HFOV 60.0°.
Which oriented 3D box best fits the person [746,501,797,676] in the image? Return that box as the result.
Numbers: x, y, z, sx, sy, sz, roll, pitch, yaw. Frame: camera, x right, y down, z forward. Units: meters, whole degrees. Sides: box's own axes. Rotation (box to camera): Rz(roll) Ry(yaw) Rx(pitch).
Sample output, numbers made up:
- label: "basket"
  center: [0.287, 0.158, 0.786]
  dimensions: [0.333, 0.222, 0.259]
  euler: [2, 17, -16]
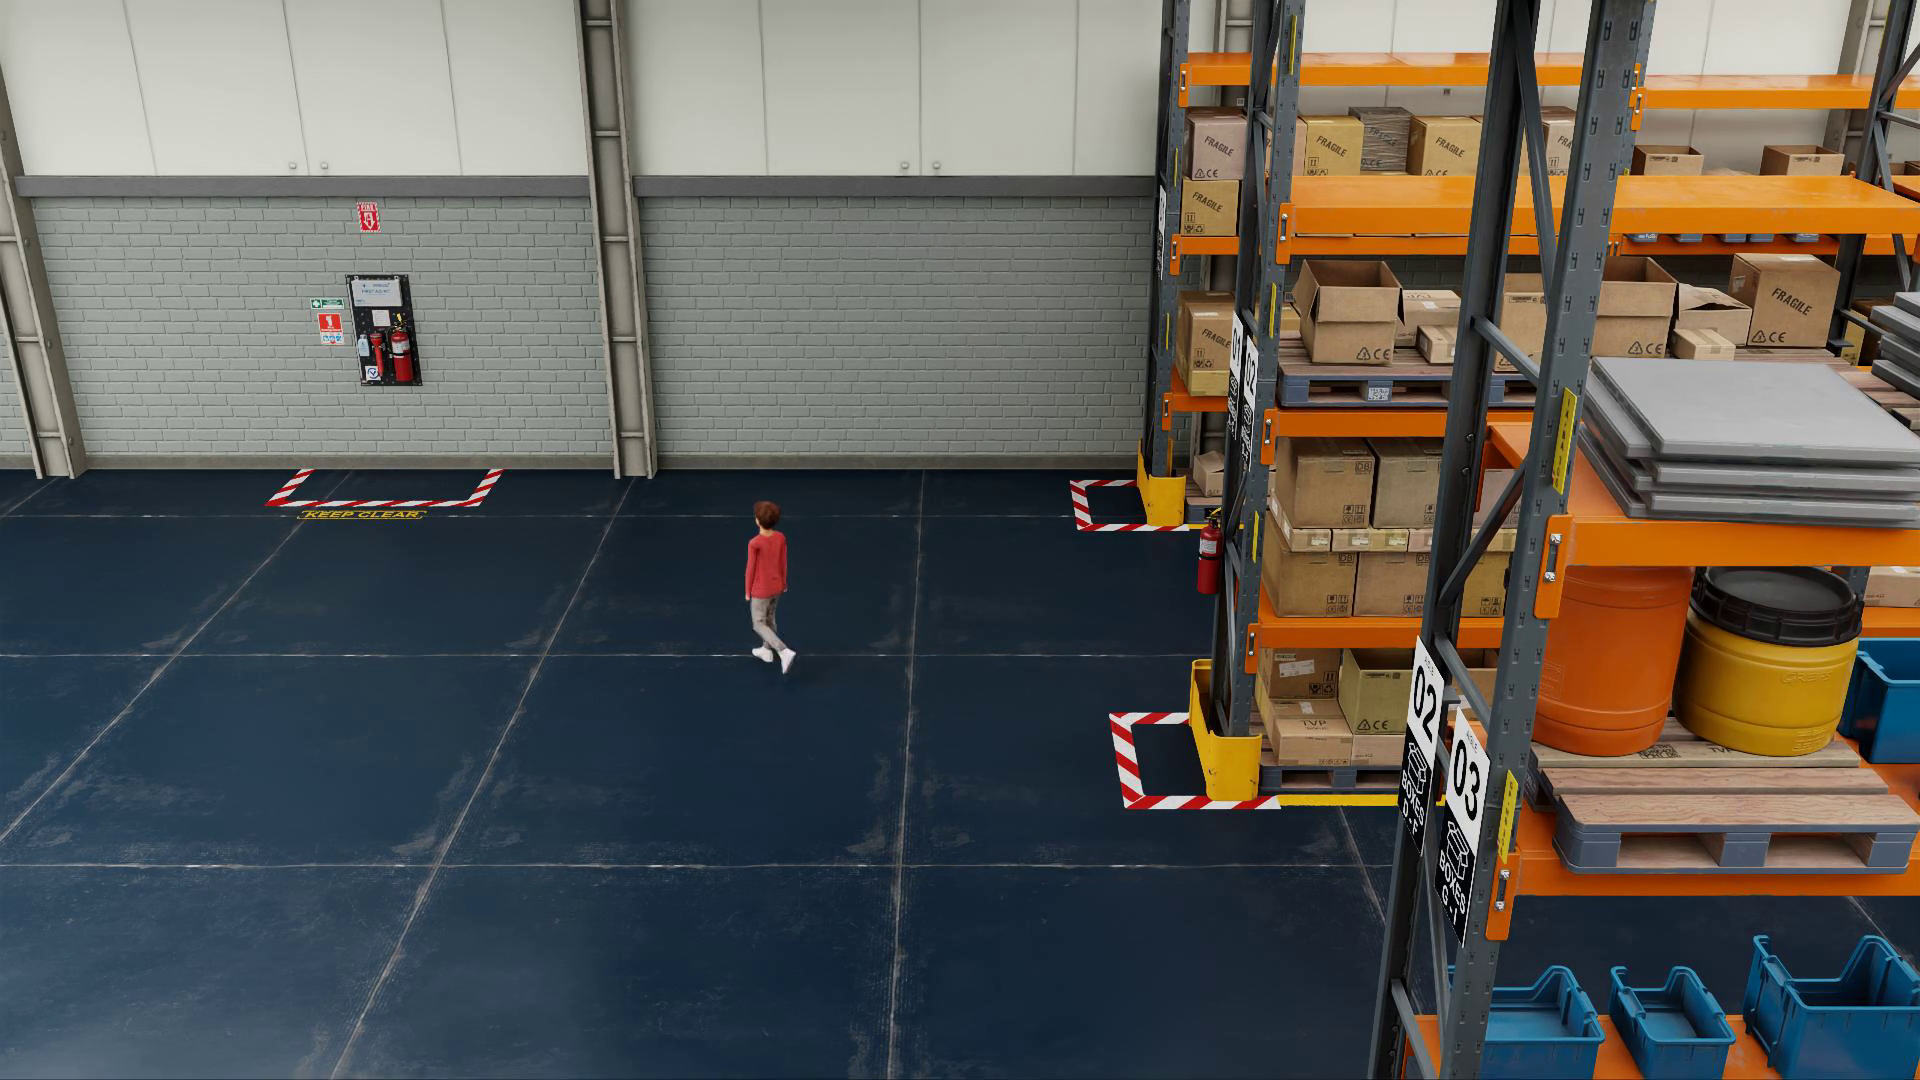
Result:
- label: "person"
  center: [-1.480, 0.388, 13.041]
  dimensions: [0.894, 1.401, 0.818]
  euler: [20, 30, 39]
